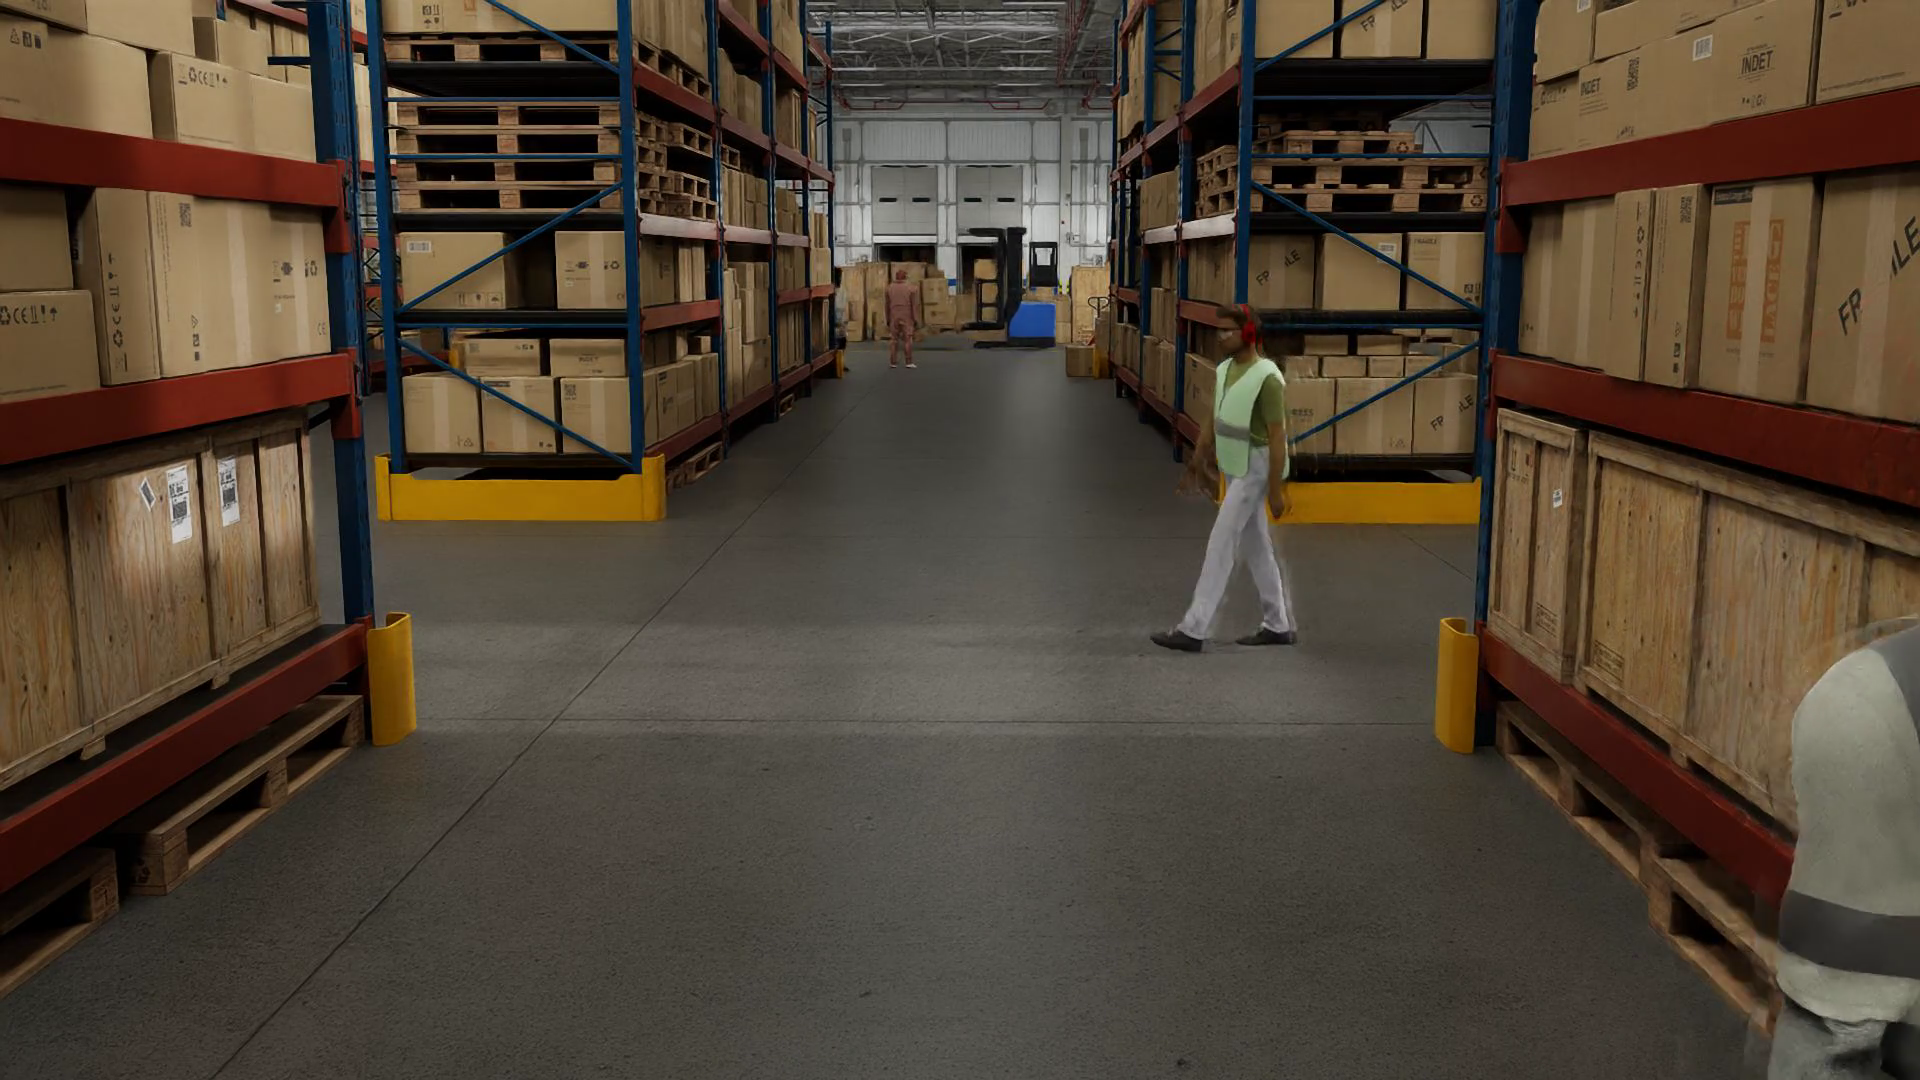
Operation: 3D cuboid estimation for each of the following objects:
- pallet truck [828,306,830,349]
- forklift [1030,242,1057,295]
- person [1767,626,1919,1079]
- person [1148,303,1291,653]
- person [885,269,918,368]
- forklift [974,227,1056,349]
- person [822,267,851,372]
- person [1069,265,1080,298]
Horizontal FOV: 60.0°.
[{"bbox_3d":[-3.100,-3.940,29.800,1.885,1.965,0.823,3,10,19],"label":"pallet truck"},{"bbox_3d":[3.230,-10.146,64.339,1.129,2.768,1.873,0,9,1],"label":"forklift"},{"bbox_3d":[1.150,0.724,1.829,0.614,2.021,0.919,1,9,3],"label":"person"},{"bbox_3d":[1.357,-0.310,8.621,0.906,1.805,0.569,-2,10,-10],"label":"person"},{"bbox_3d":[-1.109,-4.243,31.898,0.652,1.904,0.403,2,10,15],"label":"person"},{"bbox_3d":[1.283,-5.845,38.571,1.873,2.768,1.129,1,9,3],"label":"forklift"},{"bbox_3d":[-2.280,-4.028,30.489,0.478,1.937,0.629,8,12,38],"label":"person"},{"bbox_3d":[3.978,-8.333,56.293,0.635,1.937,0.354,6,11,31],"label":"person"}]
